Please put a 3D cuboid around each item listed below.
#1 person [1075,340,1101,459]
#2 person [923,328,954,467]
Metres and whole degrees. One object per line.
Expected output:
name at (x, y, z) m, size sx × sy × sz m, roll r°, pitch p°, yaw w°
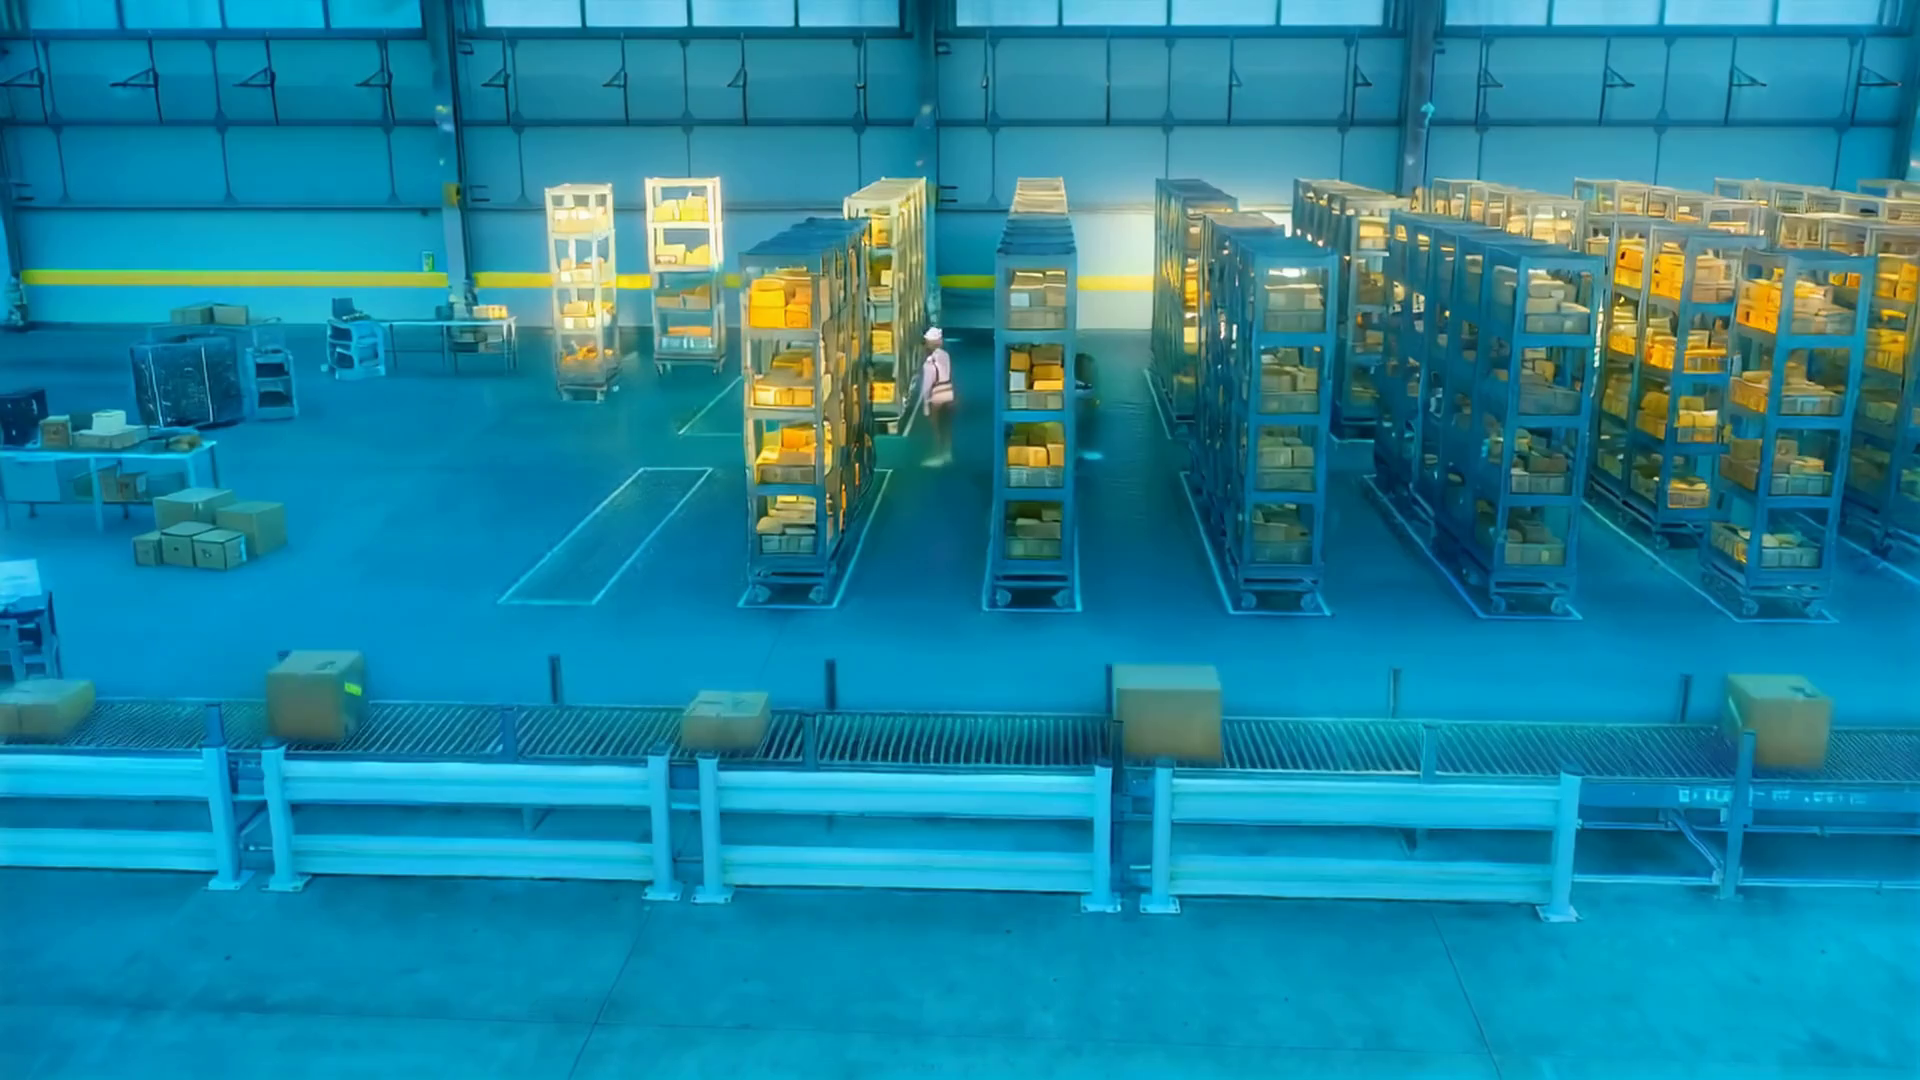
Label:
person at (1.705, -2.037, 23.742) m, size 0.704 × 1.784 × 0.406 m, roll 1°, pitch 15°, yaw 2°
person at (-0.324, -1.996, 23.259) m, size 0.404 × 1.945 × 0.616 m, roll 9°, pitch 18°, yaw 31°
